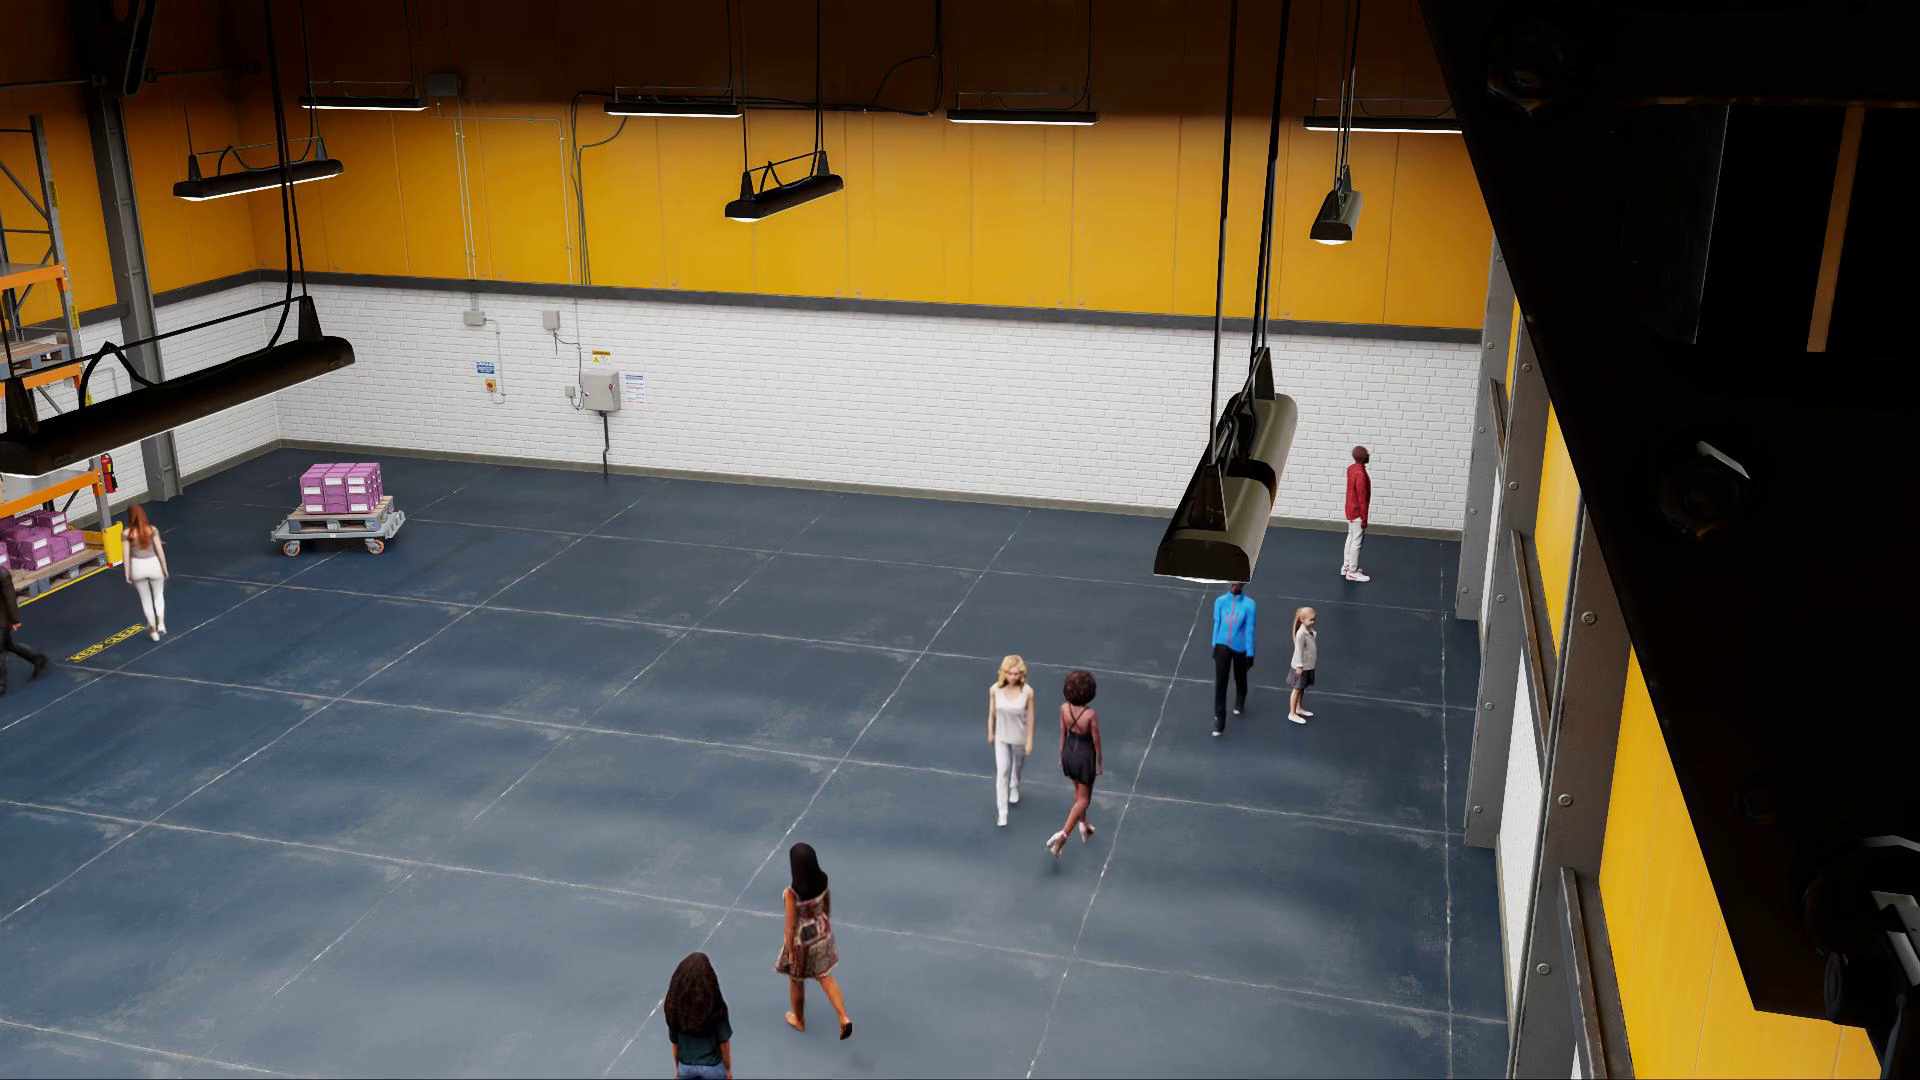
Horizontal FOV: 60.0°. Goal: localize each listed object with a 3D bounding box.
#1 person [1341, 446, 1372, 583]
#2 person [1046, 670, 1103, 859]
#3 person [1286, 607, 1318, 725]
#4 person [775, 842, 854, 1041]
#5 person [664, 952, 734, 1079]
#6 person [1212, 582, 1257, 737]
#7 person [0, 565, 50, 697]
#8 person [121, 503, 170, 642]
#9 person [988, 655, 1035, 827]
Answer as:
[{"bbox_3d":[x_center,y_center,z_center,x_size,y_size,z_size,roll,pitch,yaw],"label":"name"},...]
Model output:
[{"bbox_3d":[5.282,-0.379,22.135,0.789,1.820,0.632,-1,19,-2],"label":"person"},{"bbox_3d":[1.037,2.052,15.006,0.827,1.763,1.127,13,23,34],"label":"person"},{"bbox_3d":[3.692,1.324,17.930,0.629,1.277,0.535,12,22,31],"label":"person"},{"bbox_3d":[-1.075,3.010,12.372,1.005,1.630,0.998,-16,24,-40],"label":"person"},{"bbox_3d":[-1.714,3.468,11.031,0.627,1.617,0.625,2,19,7],"label":"person"},{"bbox_3d":[2.939,1.138,17.726,0.654,1.759,1.166,6,19,17],"label":"person"},{"bbox_3d":[-10.667,0.841,18.587,0.878,1.773,1.196,11,21,29],"label":"person"},{"bbox_3d":[-9.754,0.407,19.963,0.752,1.717,0.814,-11,22,-30],"label":"person"},{"bbox_3d":[0.517,1.841,15.850,0.723,1.624,1.120,2,19,5],"label":"person"}]
